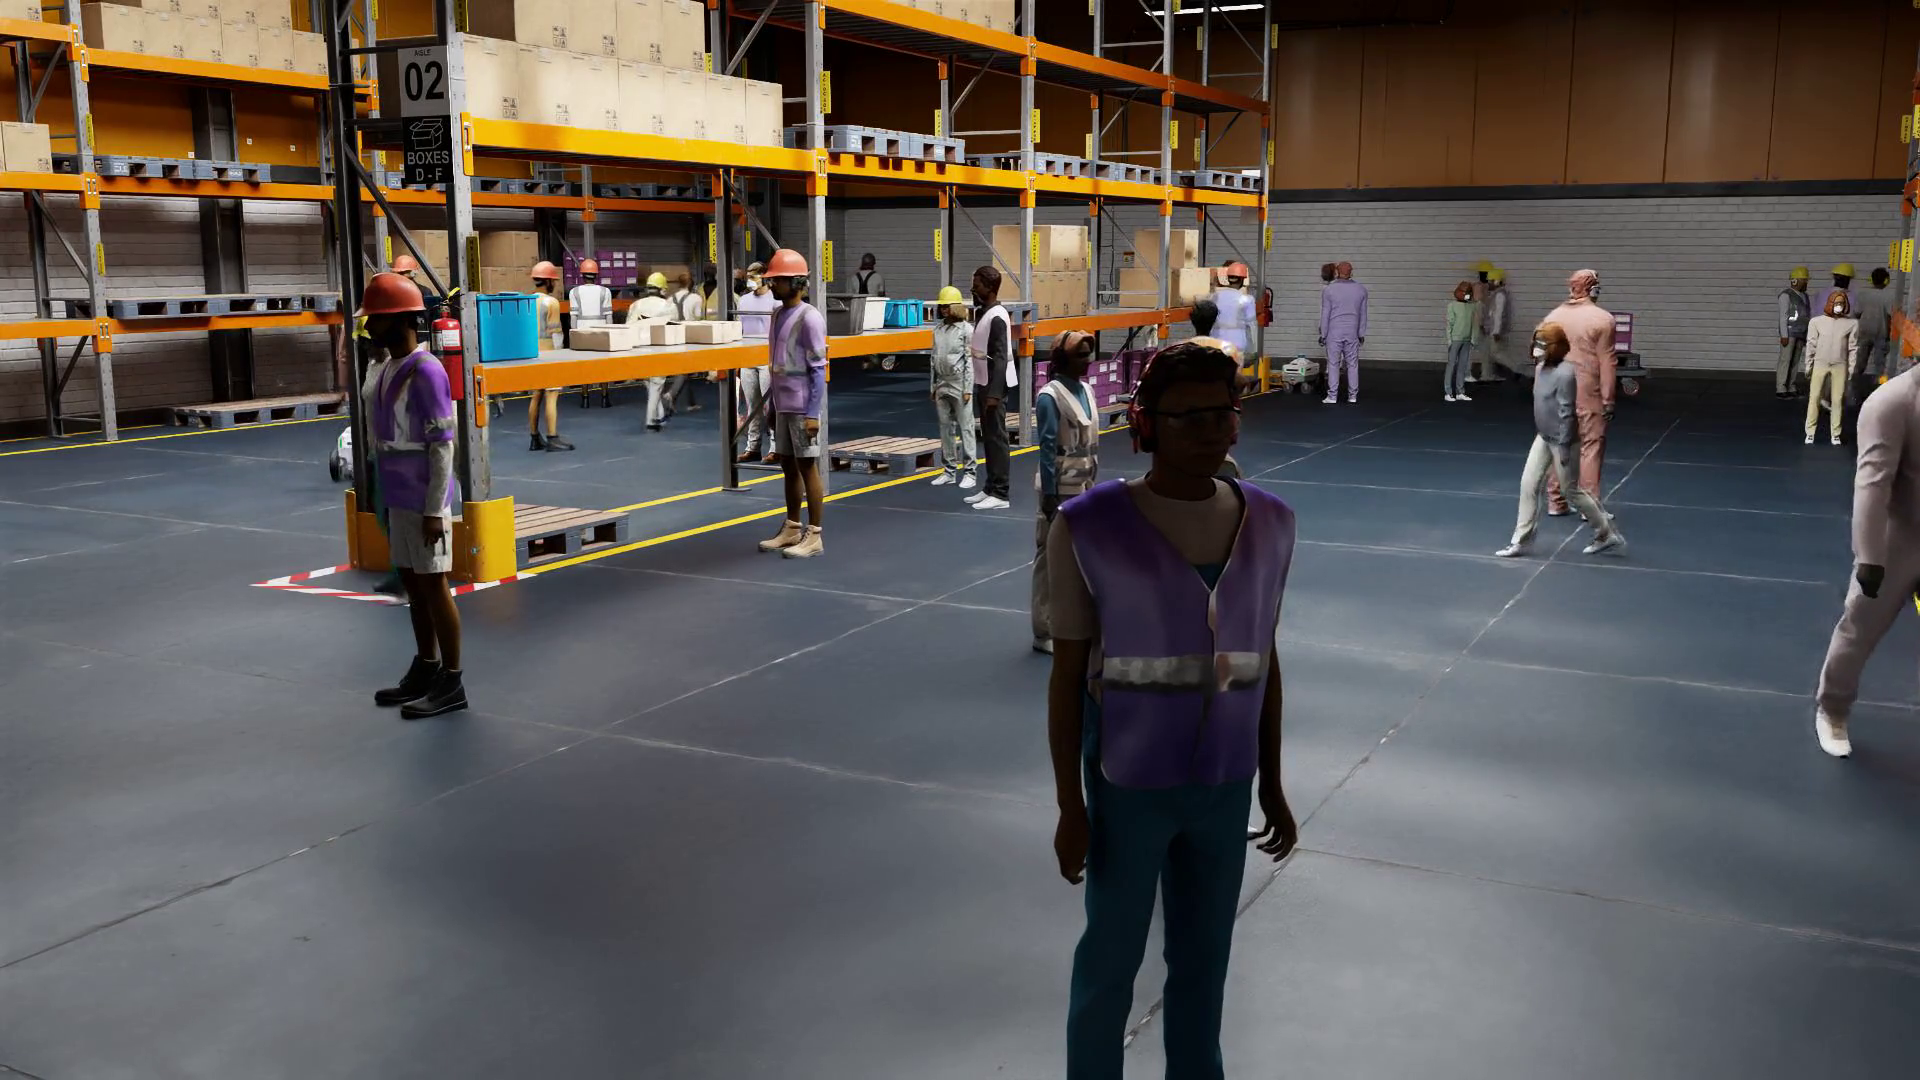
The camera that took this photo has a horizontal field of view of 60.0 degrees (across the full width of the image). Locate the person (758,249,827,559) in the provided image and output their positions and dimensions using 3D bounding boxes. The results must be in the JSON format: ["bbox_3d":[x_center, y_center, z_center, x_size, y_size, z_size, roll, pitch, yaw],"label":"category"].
[{"bbox_3d":[-1.117,-0.896,11.053,0.388,2.045,0.605,-6,12,-33],"label":"person"}]

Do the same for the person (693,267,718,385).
[{"bbox_3d":[-3.879,-3.283,25.573,0.633,1.808,0.821,3,10,15],"label":"person"}]

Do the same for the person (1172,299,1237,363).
[{"bbox_3d":[1.755,-0.912,12.170,0.547,1.683,0.491,2,10,13],"label":"person"}]

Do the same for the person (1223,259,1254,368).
[{"bbox_3d":[4.484,-3.589,27.002,0.574,1.918,0.649,3,10,18],"label":"person"}]

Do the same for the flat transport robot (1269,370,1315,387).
[{"bbox_3d":[4.712,-2.467,25.272,0.652,0.197,1.431,-10,14,-44],"label":"flat transport robot"}]

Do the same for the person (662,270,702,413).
[{"bbox_3d":[-3.507,-2.478,20.878,0.519,1.818,0.771,6,11,29],"label":"person"}]

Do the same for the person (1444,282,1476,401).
[{"bbox_3d":[6.850,-2.713,22.758,0.497,1.633,0.287,-5,11,-27],"label":"person"}]

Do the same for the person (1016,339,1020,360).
[{"bbox_3d":[0.974,-4.343,31.313,0.629,1.940,0.372,-2,10,-12],"label":"person"}]

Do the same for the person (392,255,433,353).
[{"bbox_3d":[-6.552,-2.389,19.845,0.623,1.989,0.400,3,10,19],"label":"person"}]

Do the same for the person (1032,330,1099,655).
[{"bbox_3d":[0.542,-0.244,8.449,0.313,1.639,0.517,6,11,30],"label":"person"}]

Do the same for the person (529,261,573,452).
[{"bbox_3d":[-4.212,-1.863,16.965,0.551,1.932,0.378,7,12,37],"label":"person"}]

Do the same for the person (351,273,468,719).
[{"bbox_3d":[-2.411,-0.188,7.265,0.375,1.935,0.550,-8,12,-38],"label":"person"}]

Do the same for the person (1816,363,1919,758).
[{"bbox_3d":[3.690,0.021,6.353,0.659,1.838,1.039,0,10,-2],"label":"person"}]

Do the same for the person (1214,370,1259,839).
[{"bbox_3d":[0.854,0.213,5.791,0.307,1.644,0.514,-2,10,-12],"label":"person"}]

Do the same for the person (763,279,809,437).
[{"bbox_3d":[-1.782,-1.886,17.645,0.601,1.747,0.530,-4,11,-24],"label":"person"}]

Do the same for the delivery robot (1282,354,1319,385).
[{"bbox_3d":[4.942,-2.455,24.115,0.477,0.478,0.707,6,11,31],"label":"delivery robot"}]

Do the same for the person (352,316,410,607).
[{"bbox_3d":[-3.304,-0.483,9.592,0.342,1.721,0.699,-5,11,-26],"label":"person"}]

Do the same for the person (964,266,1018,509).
[{"bbox_3d":[0.254,-1.206,13.207,0.390,1.920,0.587,-1,10,-8],"label":"person"}]

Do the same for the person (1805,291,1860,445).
[{"bbox_3d":[9.202,-1.815,17.584,0.498,1.629,0.276,4,10,21],"label":"person"}]

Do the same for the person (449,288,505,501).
[{"bbox_3d":[-3.870,-1.155,13.125,0.526,1.851,0.726,-3,10,-18],"label":"person"}]

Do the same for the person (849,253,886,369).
[{"bbox_3d":[-1.574,-4.009,29.084,0.709,2.000,0.535,5,11,25],"label":"person"}]

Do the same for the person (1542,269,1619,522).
[{"bbox_3d":[4.705,-1.092,12.607,0.408,1.899,0.660,-6,11,-30],"label":"person"}]

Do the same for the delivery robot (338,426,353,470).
[{"bbox_3d":[-5.396,-0.880,14.993,0.477,0.478,0.707,-2,10,-14],"label":"delivery robot"}]

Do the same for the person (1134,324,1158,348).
[{"bbox_3d":[2.986,-3.326,25.762,0.501,1.814,0.954,3,10,15],"label":"person"}]

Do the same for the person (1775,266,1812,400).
[{"bbox_3d":[11.564,-2.864,23.047,0.590,1.836,0.404,-7,12,-36],"label":"person"}]

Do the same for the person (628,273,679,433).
[{"bbox_3d":[-3.436,-2.137,18.967,0.605,1.785,0.896,3,10,18],"label":"person"}]

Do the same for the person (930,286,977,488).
[{"bbox_3d":[-0.070,-1.317,14.380,0.485,1.737,0.346,8,13,40],"label":"person"}]

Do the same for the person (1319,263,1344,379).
[{"bbox_3d":[5.948,-3.493,26.655,0.380,1.867,0.621,5,11,28],"label":"person"}]

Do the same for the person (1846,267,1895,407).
[{"bbox_3d":[12.000,-2.668,21.905,0.841,1.847,0.521,-8,13,-39],"label":"person"}]

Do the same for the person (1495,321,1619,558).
[{"bbox_3d":[3.998,-0.660,11.022,0.795,1.586,0.537,-2,10,-10],"label":"person"}]

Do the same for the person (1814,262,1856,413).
[{"bbox_3d":[11.038,-2.548,20.995,0.613,1.909,0.617,-4,10,-20],"label":"person"}]

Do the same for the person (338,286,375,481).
[{"bbox_3d":[-5.087,-1.300,14.233,0.429,1.737,0.560,2,10,10],"label":"person"}]

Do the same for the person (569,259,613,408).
[{"bbox_3d":[-4.798,-2.681,21.692,0.552,1.937,0.356,-2,10,-11],"label":"person"}]

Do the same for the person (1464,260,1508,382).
[{"bbox_3d":[8.213,-3.395,25.949,0.683,1.907,0.610,8,12,38],"label":"person"}]

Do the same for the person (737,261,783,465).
[{"bbox_3d":[-1.910,-1.693,15.971,0.629,1.940,0.372,7,12,33],"label":"person"}]

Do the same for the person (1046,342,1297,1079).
[{"bbox_3d":[0.436,0.513,3.469,0.563,1.847,0.390,-5,11,-25],"label":"person"}]

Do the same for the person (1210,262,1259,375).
[{"bbox_3d":[3.166,-2.238,19.183,0.576,1.912,0.694,6,11,31],"label":"person"}]

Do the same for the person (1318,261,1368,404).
[{"bbox_3d":[5.116,-2.769,22.294,0.651,1.906,0.401,-2,10,-9],"label":"person"}]

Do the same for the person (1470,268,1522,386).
[{"bbox_3d":[8.159,-3.208,25.137,0.694,1.804,0.597,2,10,12],"label":"person"}]

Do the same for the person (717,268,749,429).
[{"bbox_3d":[-2.581,-2.214,19.263,0.429,1.847,0.627,0,10,0],"label":"person"}]
